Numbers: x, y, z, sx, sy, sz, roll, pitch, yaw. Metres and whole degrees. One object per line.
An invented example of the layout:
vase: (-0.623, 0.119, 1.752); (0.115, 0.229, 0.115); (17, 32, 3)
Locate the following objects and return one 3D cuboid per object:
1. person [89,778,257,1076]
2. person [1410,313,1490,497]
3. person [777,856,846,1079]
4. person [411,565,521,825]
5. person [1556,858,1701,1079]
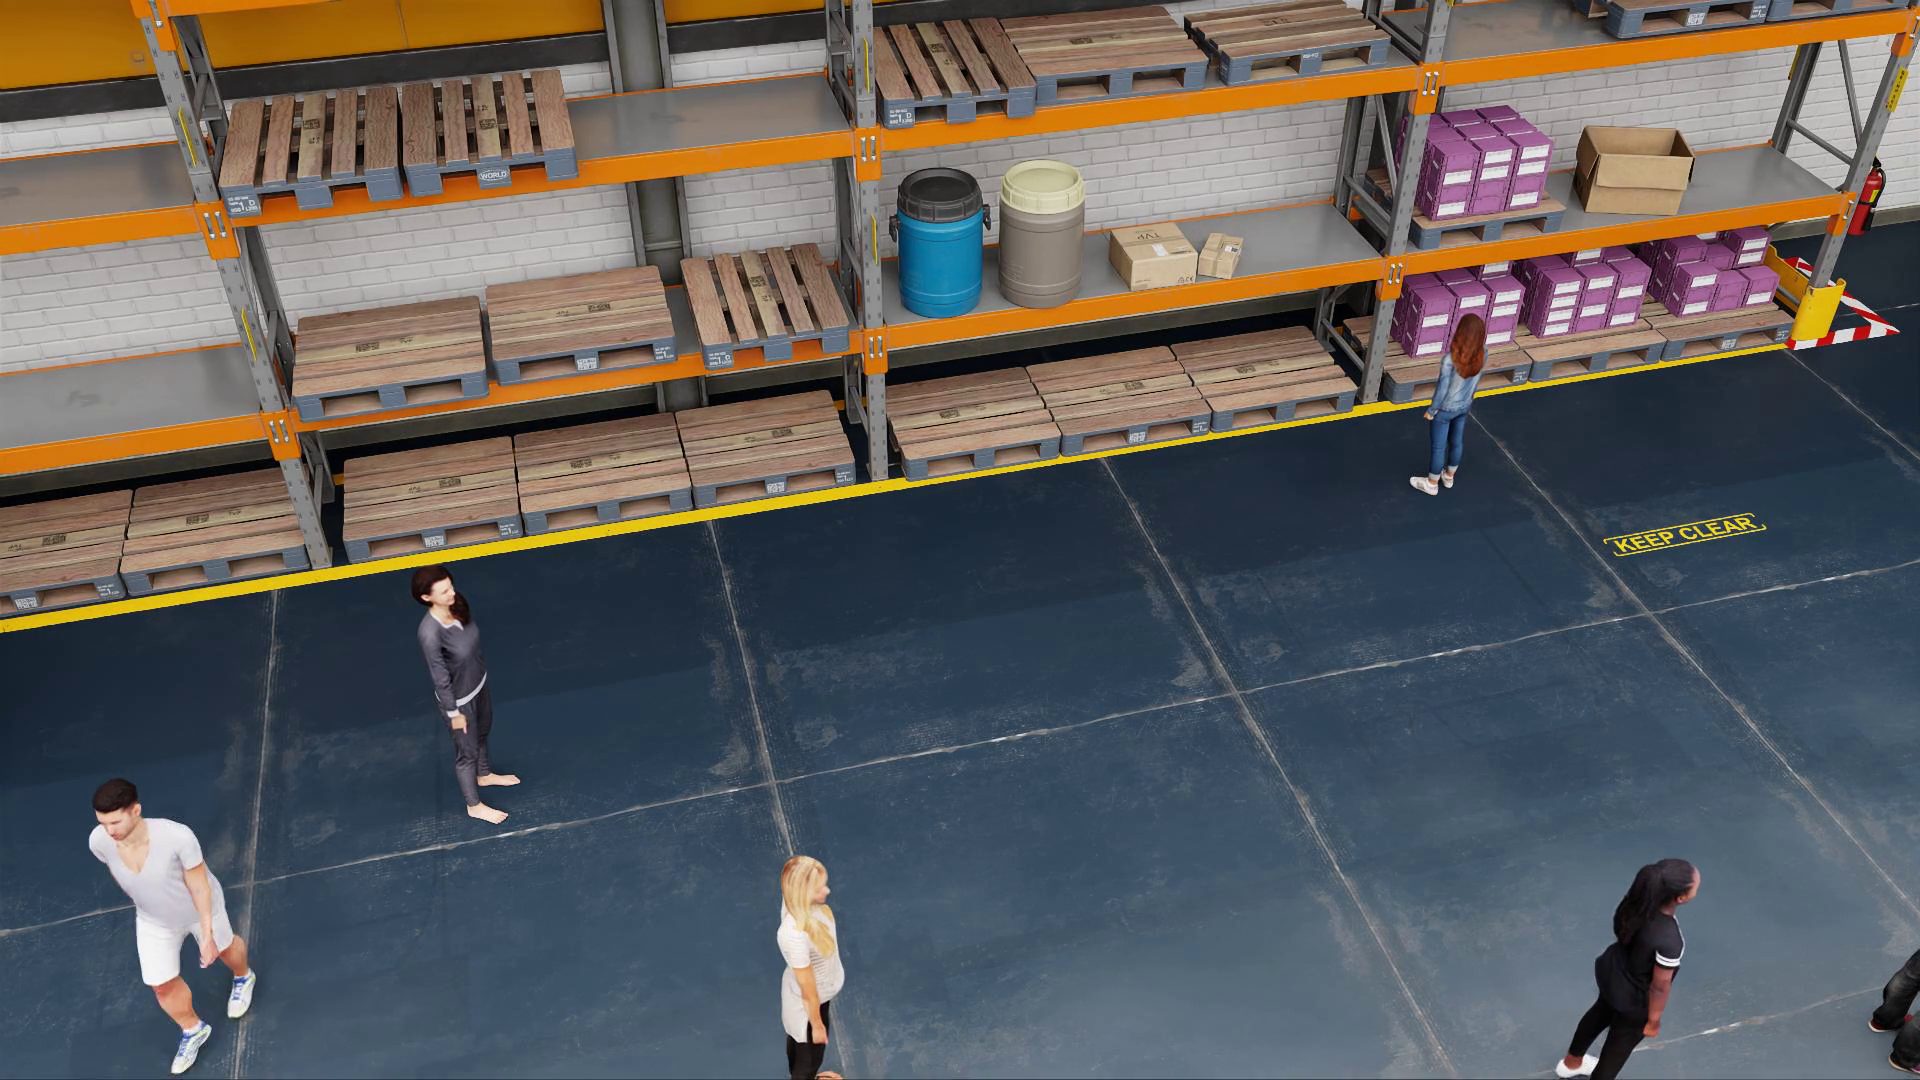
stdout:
person: (-3.823, 1.734, 8.250); (0.892, 1.816, 0.853); (-2, 39, -3)
person: (3.535, -0.977, 11.916); (0.522, 1.477, 0.672); (-20, 43, -23)
person: (-0.716, 2.117, 7.764); (0.564, 1.824, 0.631); (-5, 39, -6)
person: (-2.822, 0.849, 9.396); (0.628, 1.768, 0.672); (2, 39, 2)
person: (3.162, 2.112, 7.847); (0.630, 1.727, 0.654); (0, 39, -1)
